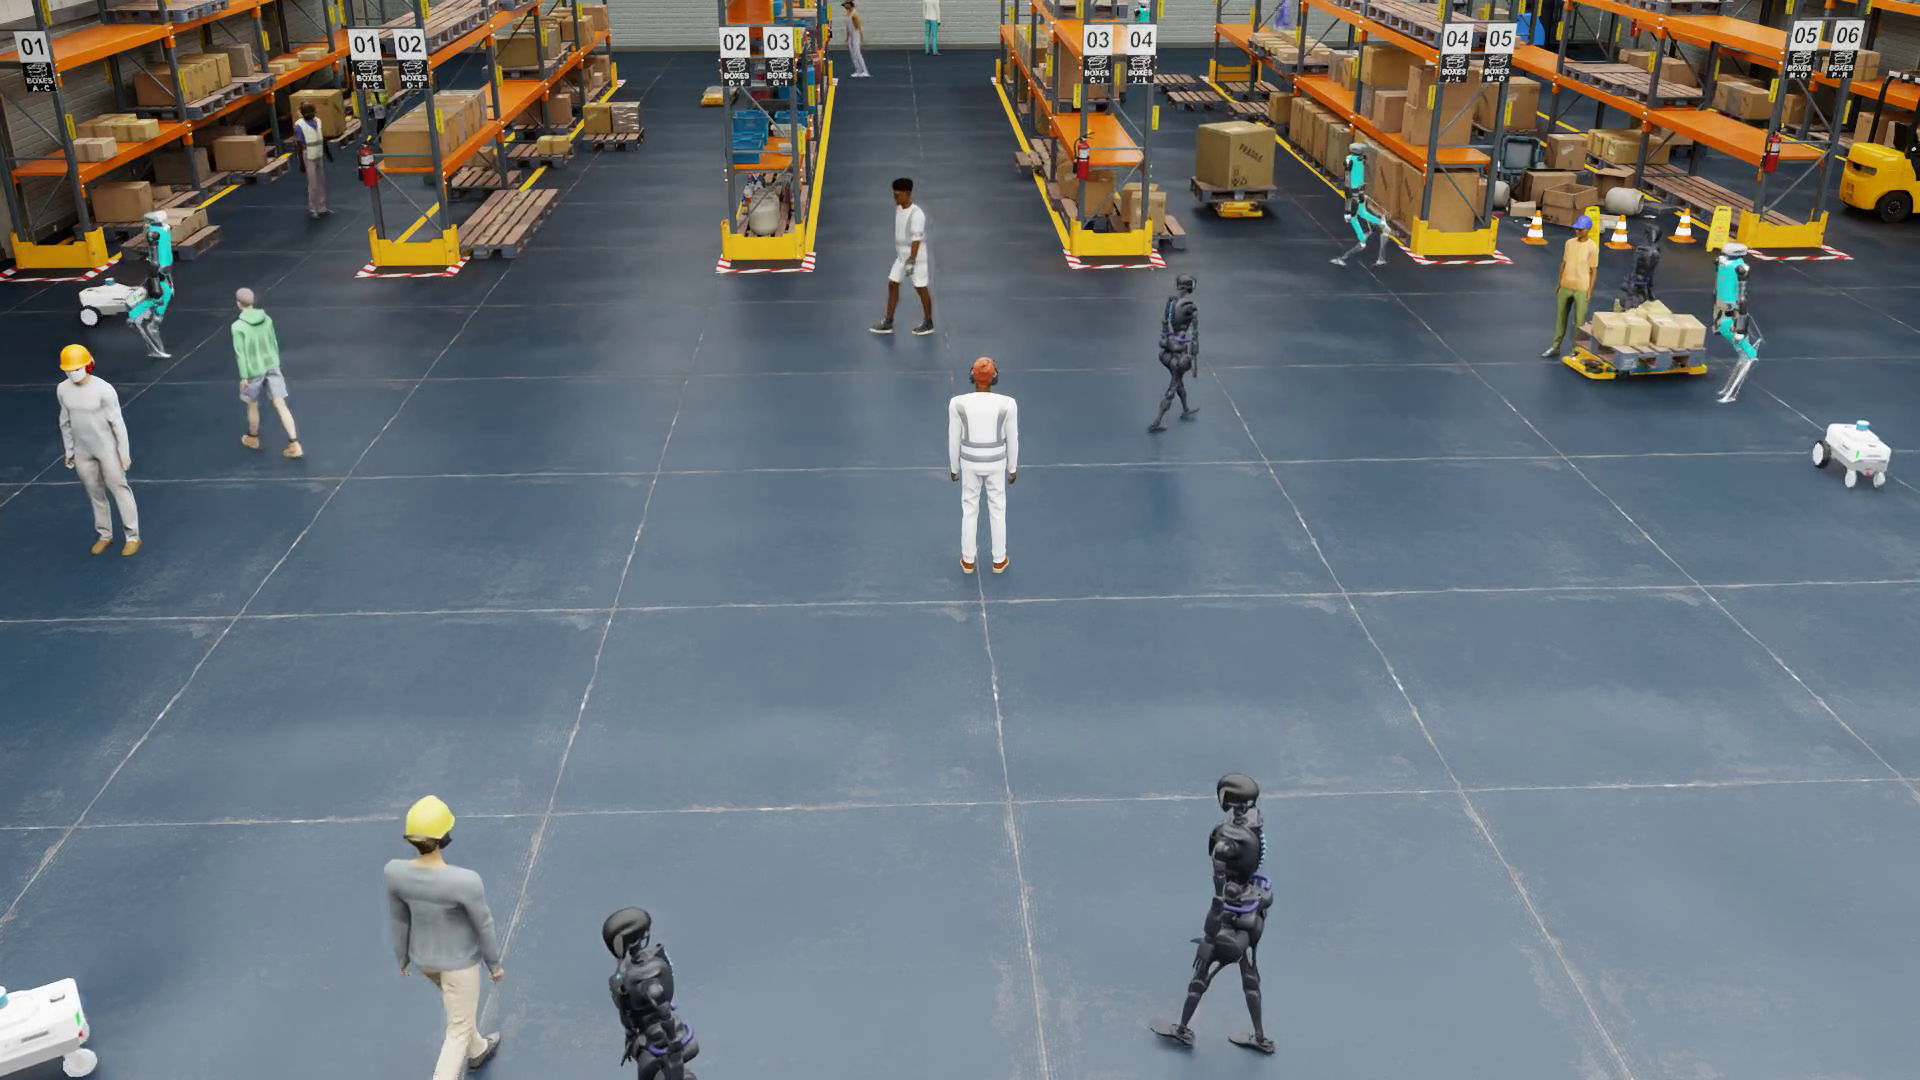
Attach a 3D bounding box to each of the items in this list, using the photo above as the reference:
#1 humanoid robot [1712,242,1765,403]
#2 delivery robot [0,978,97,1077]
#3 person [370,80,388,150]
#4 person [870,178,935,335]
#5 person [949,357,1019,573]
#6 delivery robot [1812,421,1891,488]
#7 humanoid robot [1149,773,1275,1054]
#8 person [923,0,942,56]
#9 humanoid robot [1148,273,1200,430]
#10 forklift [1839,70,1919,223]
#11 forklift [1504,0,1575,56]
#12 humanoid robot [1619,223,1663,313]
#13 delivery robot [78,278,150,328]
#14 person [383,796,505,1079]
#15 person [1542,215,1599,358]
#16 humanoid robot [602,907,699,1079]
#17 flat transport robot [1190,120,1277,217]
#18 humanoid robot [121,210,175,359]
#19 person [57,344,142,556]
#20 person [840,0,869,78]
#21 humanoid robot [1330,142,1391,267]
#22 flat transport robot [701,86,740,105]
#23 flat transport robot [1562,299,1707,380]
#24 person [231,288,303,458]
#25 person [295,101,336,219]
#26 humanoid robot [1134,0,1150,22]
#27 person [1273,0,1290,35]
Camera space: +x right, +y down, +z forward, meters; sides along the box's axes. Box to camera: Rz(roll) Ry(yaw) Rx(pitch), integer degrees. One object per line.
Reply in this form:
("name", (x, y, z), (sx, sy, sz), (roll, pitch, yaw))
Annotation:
("humanoid robot", (8.437, -2.330, 17.922), (0.744, 1.780, 0.554), (-4, 24, -9))
("delivery robot", (-4.838, 2.533, 8.414), (0.764, 0.582, 0.499), (-15, 28, -30))
("person", (-10.824, -8.165, 31.061), (0.315, 1.695, 0.539), (-4, 24, -8))
("person", (-0.697, -3.383, 20.038), (0.897, 1.929, 0.629), (-14, 28, -29))
("person", (0.198, -0.613, 13.868), (0.578, 1.882, 0.353), (1, 24, 2))
("delivery robot", (8.644, -0.860, 16.063), (0.499, 0.601, 0.783), (1, 24, 3))
("humanoid robot", (1.350, 1.894, 8.501), (0.632, 1.635, 0.598), (13, 27, 27))
("person", (-0.711, -13.282, 42.474), (0.523, 1.769, 0.312), (18, 30, 35))
("humanoid robot", (2.268, -1.959, 17.194), (0.778, 1.621, 0.609), (-13, 27, -27))
("forklift", (15.132, -6.143, 25.915), (2.313, 2.155, 1.214), (-1, 24, -2))
("forklift", (14.700, -13.805, 42.301), (1.873, 2.768, 1.129), (-1, 24, -2))
("humanoid robot", (7.810, -2.846, 19.159), (0.585, 1.646, 0.513), (-21, 32, -39))
("delivery robot", (-10.606, -2.966, 20.806), (0.816, 0.612, 0.499), (-2, 24, -4))
("person", (-2.518, 2.044, 8.076), (0.529, 1.735, 0.833), (6, 25, 14))
("person", (7.083, -2.894, 19.193), (0.369, 1.717, 0.453), (-19, 30, -36))
("humanoid robot", (-1.358, 2.332, 7.515), (0.393, 1.640, 0.626), (-15, 28, -29))
("flat transport robot", (4.367, -5.424, 26.659), (0.659, 0.231, 1.431), (-1, 24, -2))
("humanoid robot", (-9.373, -2.843, 19.194), (0.754, 1.901, 0.537), (-2, 24, -5))
("person", (-7.381, -0.770, 14.216), (0.569, 1.889, 0.389), (2, 24, 4))
("person", (-2.504, -11.806, 39.092), (0.499, 1.819, 0.578), (-12, 27, -25))
("humanoid robot", (5.674, -4.558, 22.962), (1.006, 1.775, 0.530), (17, 29, 33))
("flat transport robot", (-5.218, -9.697, 36.261), (0.659, 0.231, 1.431), (0, 24, 0))
("flat transport robot", (7.744, -2.062, 19.106), (1.431, 0.231, 0.659), (-4, 24, -9))
("person", (-6.901, -1.657, 16.437), (0.914, 1.692, 0.493), (18, 30, 35))
("person", (-10.043, -5.927, 25.889), (0.415, 1.824, 0.719), (6, 25, 13))
("humanoid robot", (4.124, -11.840, 39.106), (0.533, 1.677, 0.735), (-17, 29, -33))
("person", (8.007, -12.759, 41.276), (0.618, 1.780, 0.599), (-4, 24, -10))
